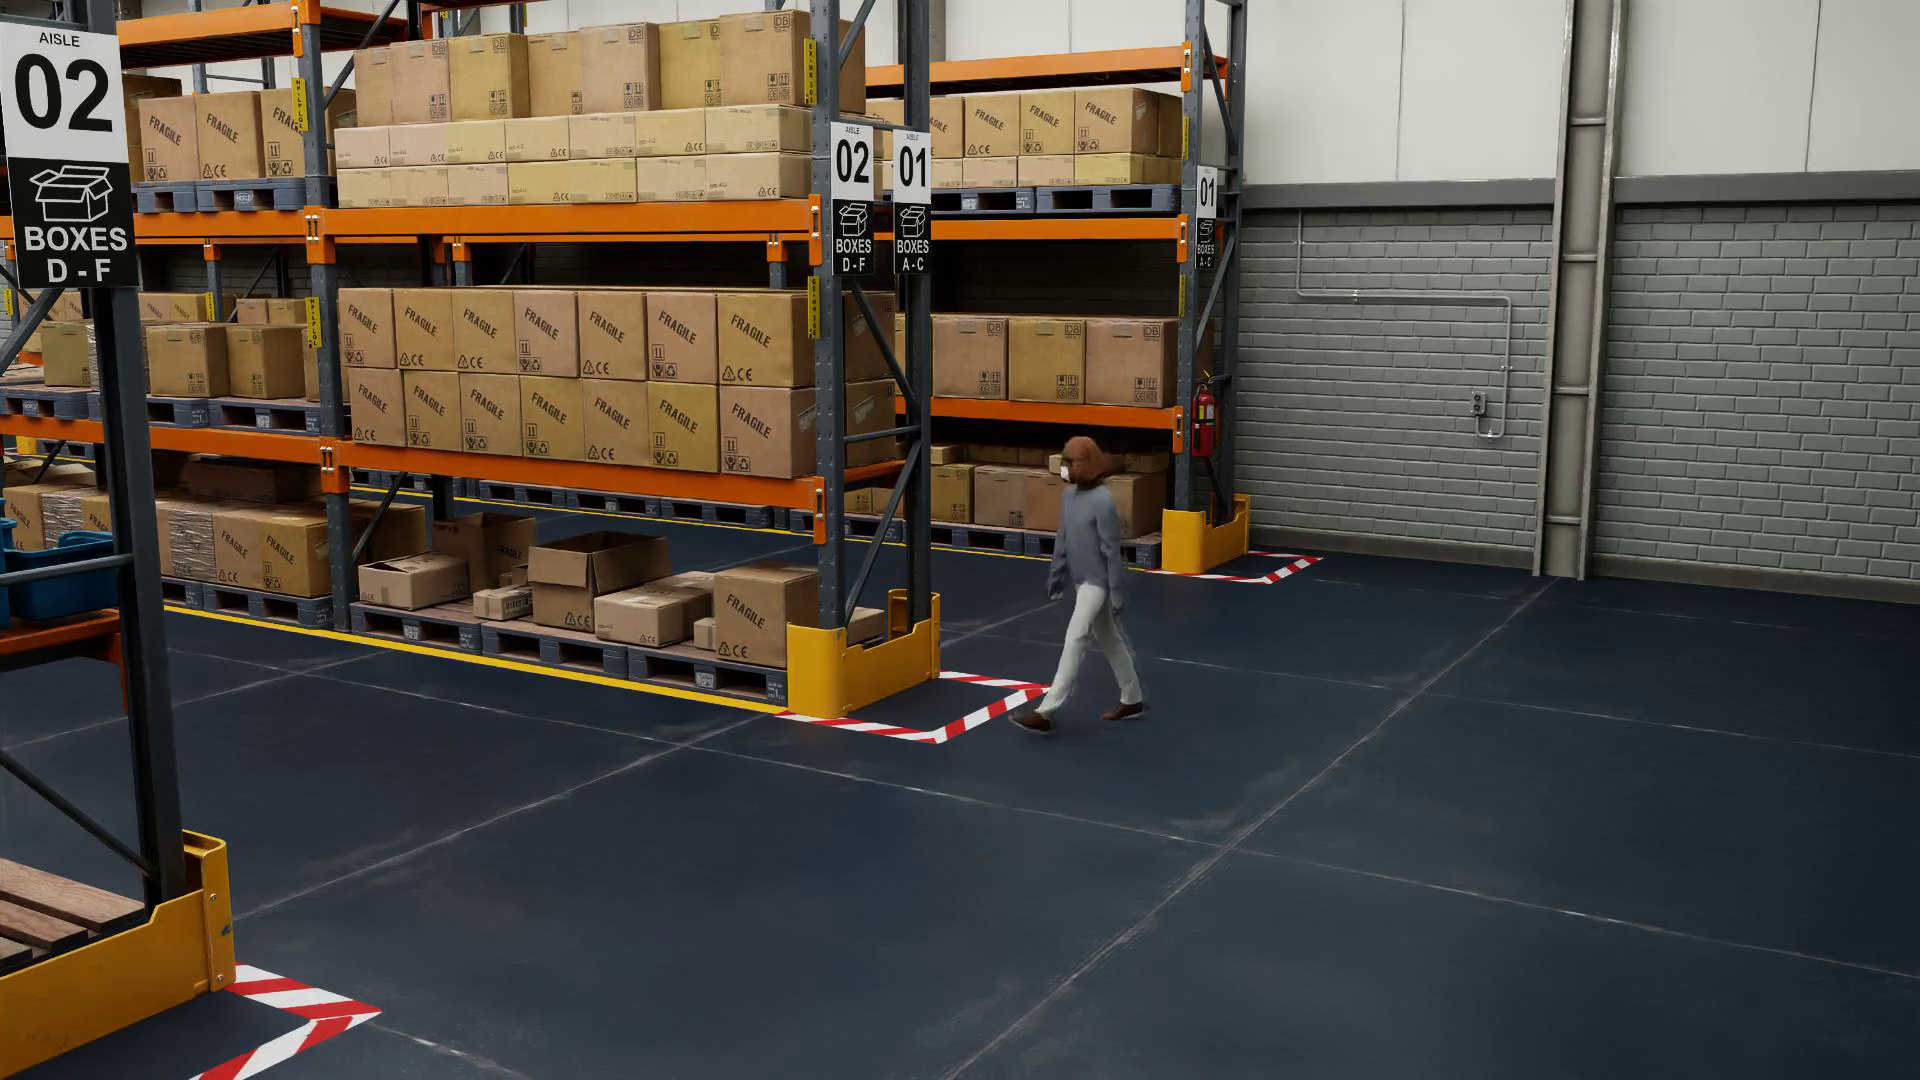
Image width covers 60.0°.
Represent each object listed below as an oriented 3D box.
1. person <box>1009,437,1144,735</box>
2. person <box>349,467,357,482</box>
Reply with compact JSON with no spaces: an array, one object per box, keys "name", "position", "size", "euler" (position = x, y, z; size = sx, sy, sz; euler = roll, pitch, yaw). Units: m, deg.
[{"name":"person","position":[0.648,0.240,8.875],"size":[0.878,1.583,0.520],"euler":[-4,10,-20]},{"name":"person","position":[-5.248,-0.786,13.762],"size":[0.367,1.966,0.607],"euler":[9,13,42]}]
